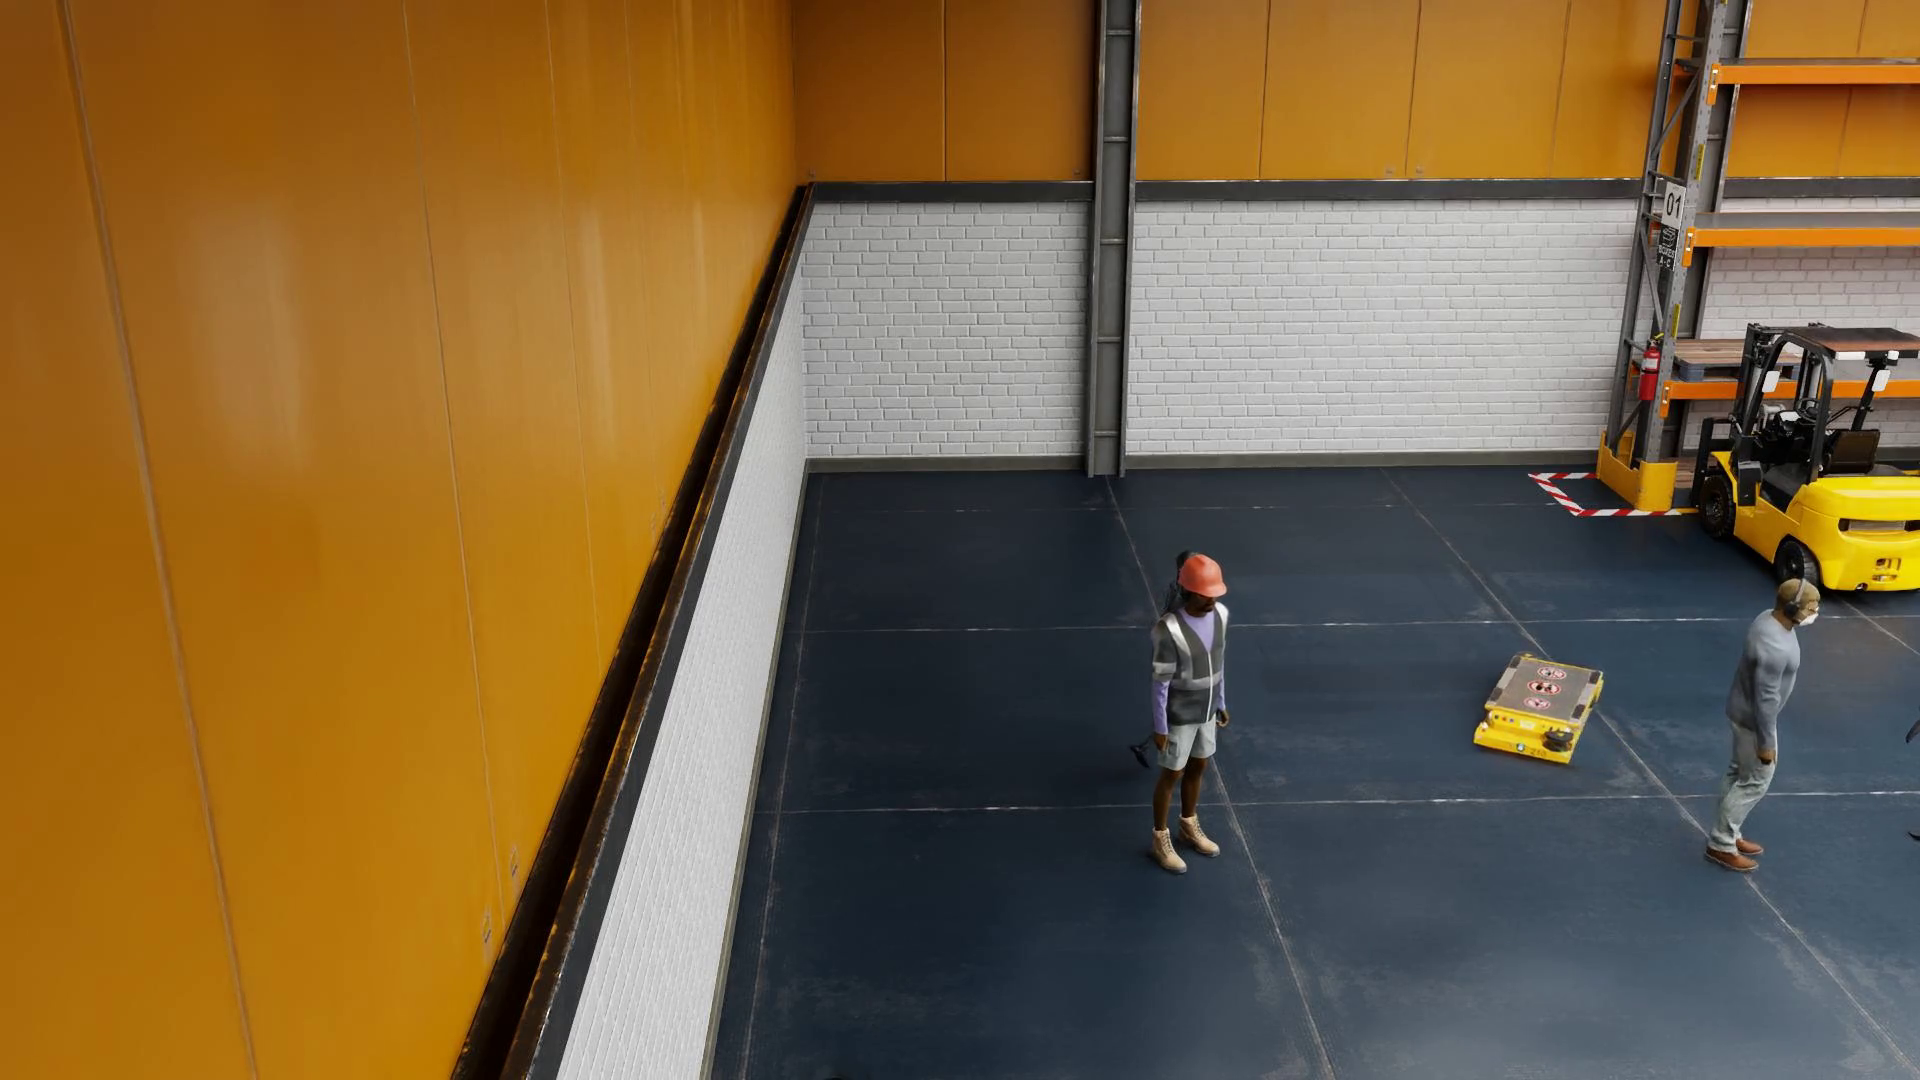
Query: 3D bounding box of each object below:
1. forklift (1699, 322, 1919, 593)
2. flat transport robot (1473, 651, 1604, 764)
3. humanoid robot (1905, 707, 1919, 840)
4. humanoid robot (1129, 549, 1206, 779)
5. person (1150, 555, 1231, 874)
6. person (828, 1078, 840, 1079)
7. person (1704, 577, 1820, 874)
[{"bbox_3d":[7.809,-0.792,14.926,1.214,2.155,2.313,-1,20,-2],"label":"forklift"},{"bbox_3d":[4.286,1.217,12.255,0.659,0.231,1.431,11,23,27],"label":"flat transport robot"},{"bbox_3d":[6.286,1.142,10.402,0.599,1.657,0.315,2,20,4],"label":"humanoid robot"},{"bbox_3d":[1.443,0.857,11.199,0.485,1.639,0.609,-8,22,-20],"label":"humanoid robot"},{"bbox_3d":[1.428,1.047,10.156,0.614,2.041,0.383,-16,25,-36],"label":"person"},{"bbox_3d":[-0.437,2.686,6.238,0.320,1.685,0.598,-13,24,-32],"label":"person"},{"bbox_3d":[4.887,1.113,10.169,0.399,1.921,0.637,9,22,23],"label":"person"}]
